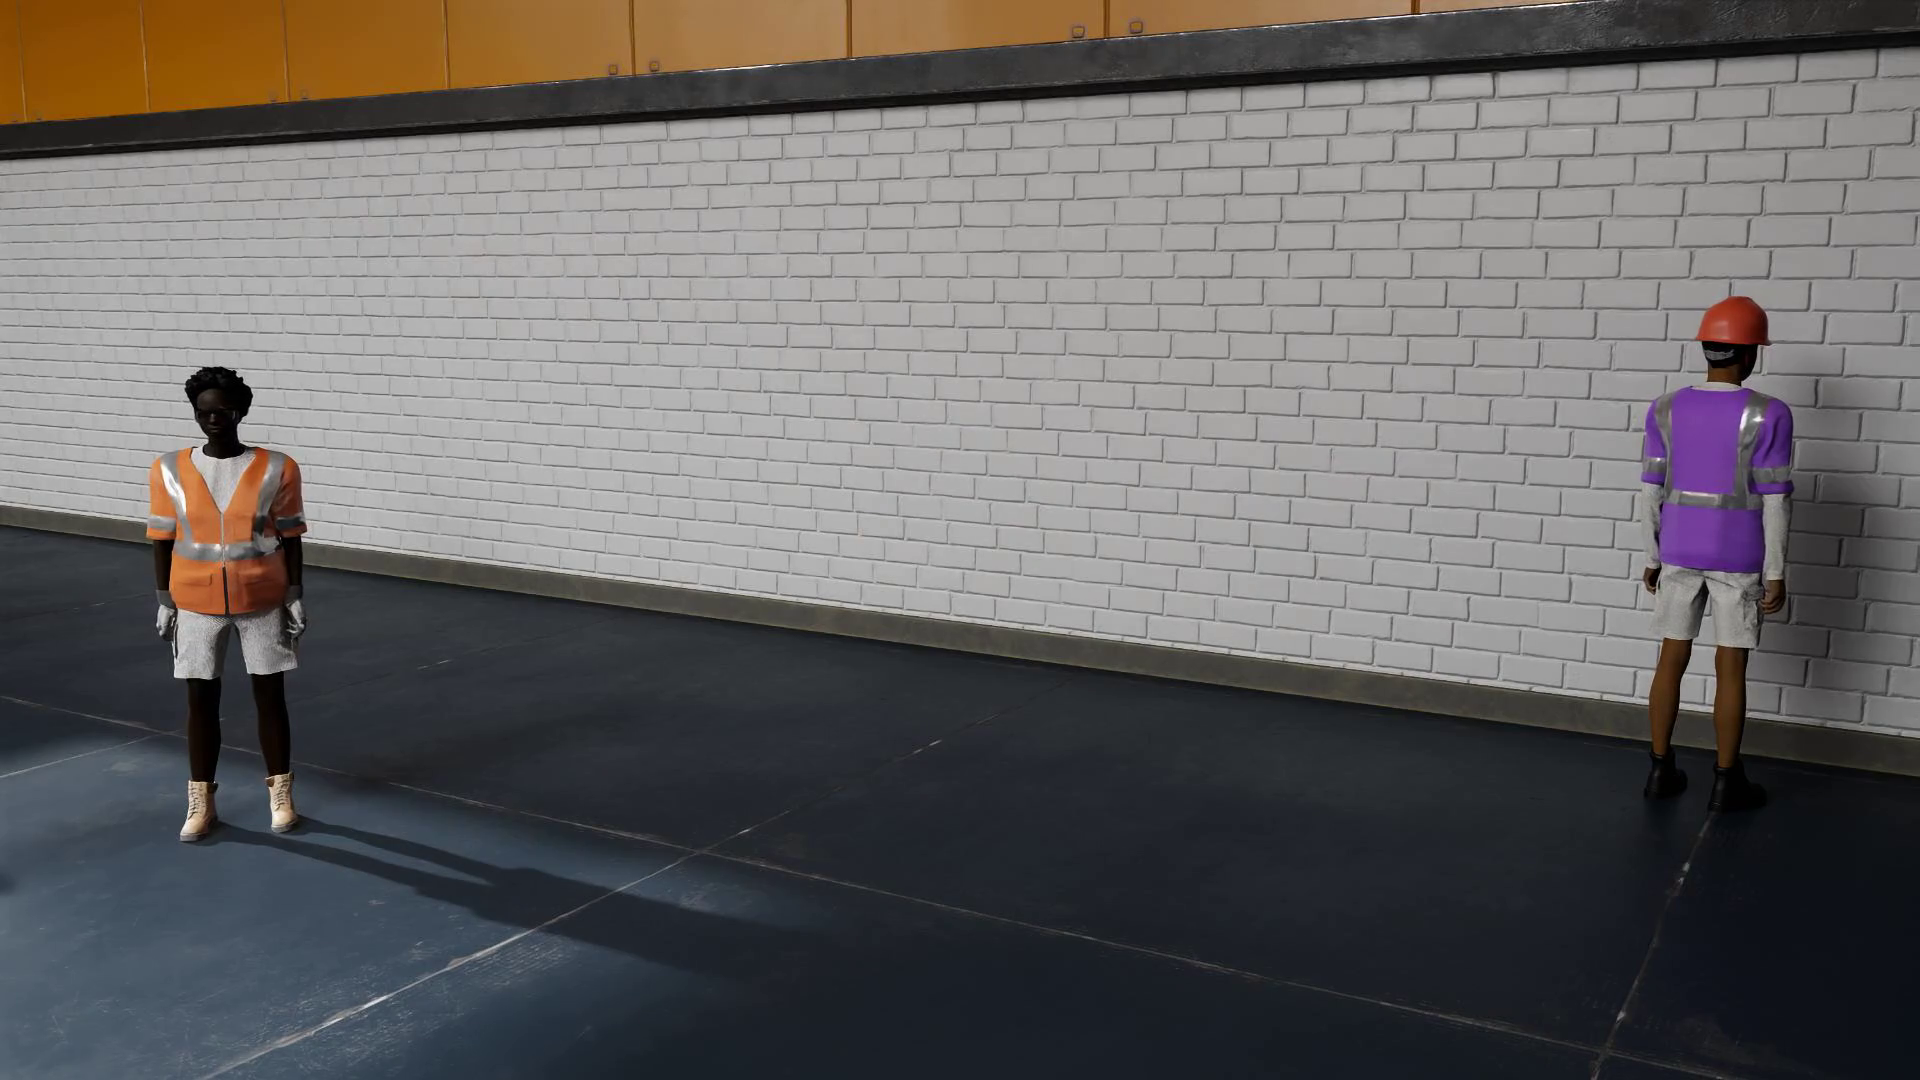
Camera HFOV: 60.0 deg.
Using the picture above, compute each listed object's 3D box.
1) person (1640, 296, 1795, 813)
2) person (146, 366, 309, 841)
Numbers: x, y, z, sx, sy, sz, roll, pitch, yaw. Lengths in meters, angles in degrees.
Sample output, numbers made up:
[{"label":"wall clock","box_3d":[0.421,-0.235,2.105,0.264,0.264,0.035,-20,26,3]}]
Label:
[{"label":"person","box_3d":[2.856,0.057,6.288,0.357,1.937,0.551,-8,12,-43]},{"label":"person","box_3d":[-2.615,0.227,5.975,0.533,1.697,0.319,-3,10,-18]}]
